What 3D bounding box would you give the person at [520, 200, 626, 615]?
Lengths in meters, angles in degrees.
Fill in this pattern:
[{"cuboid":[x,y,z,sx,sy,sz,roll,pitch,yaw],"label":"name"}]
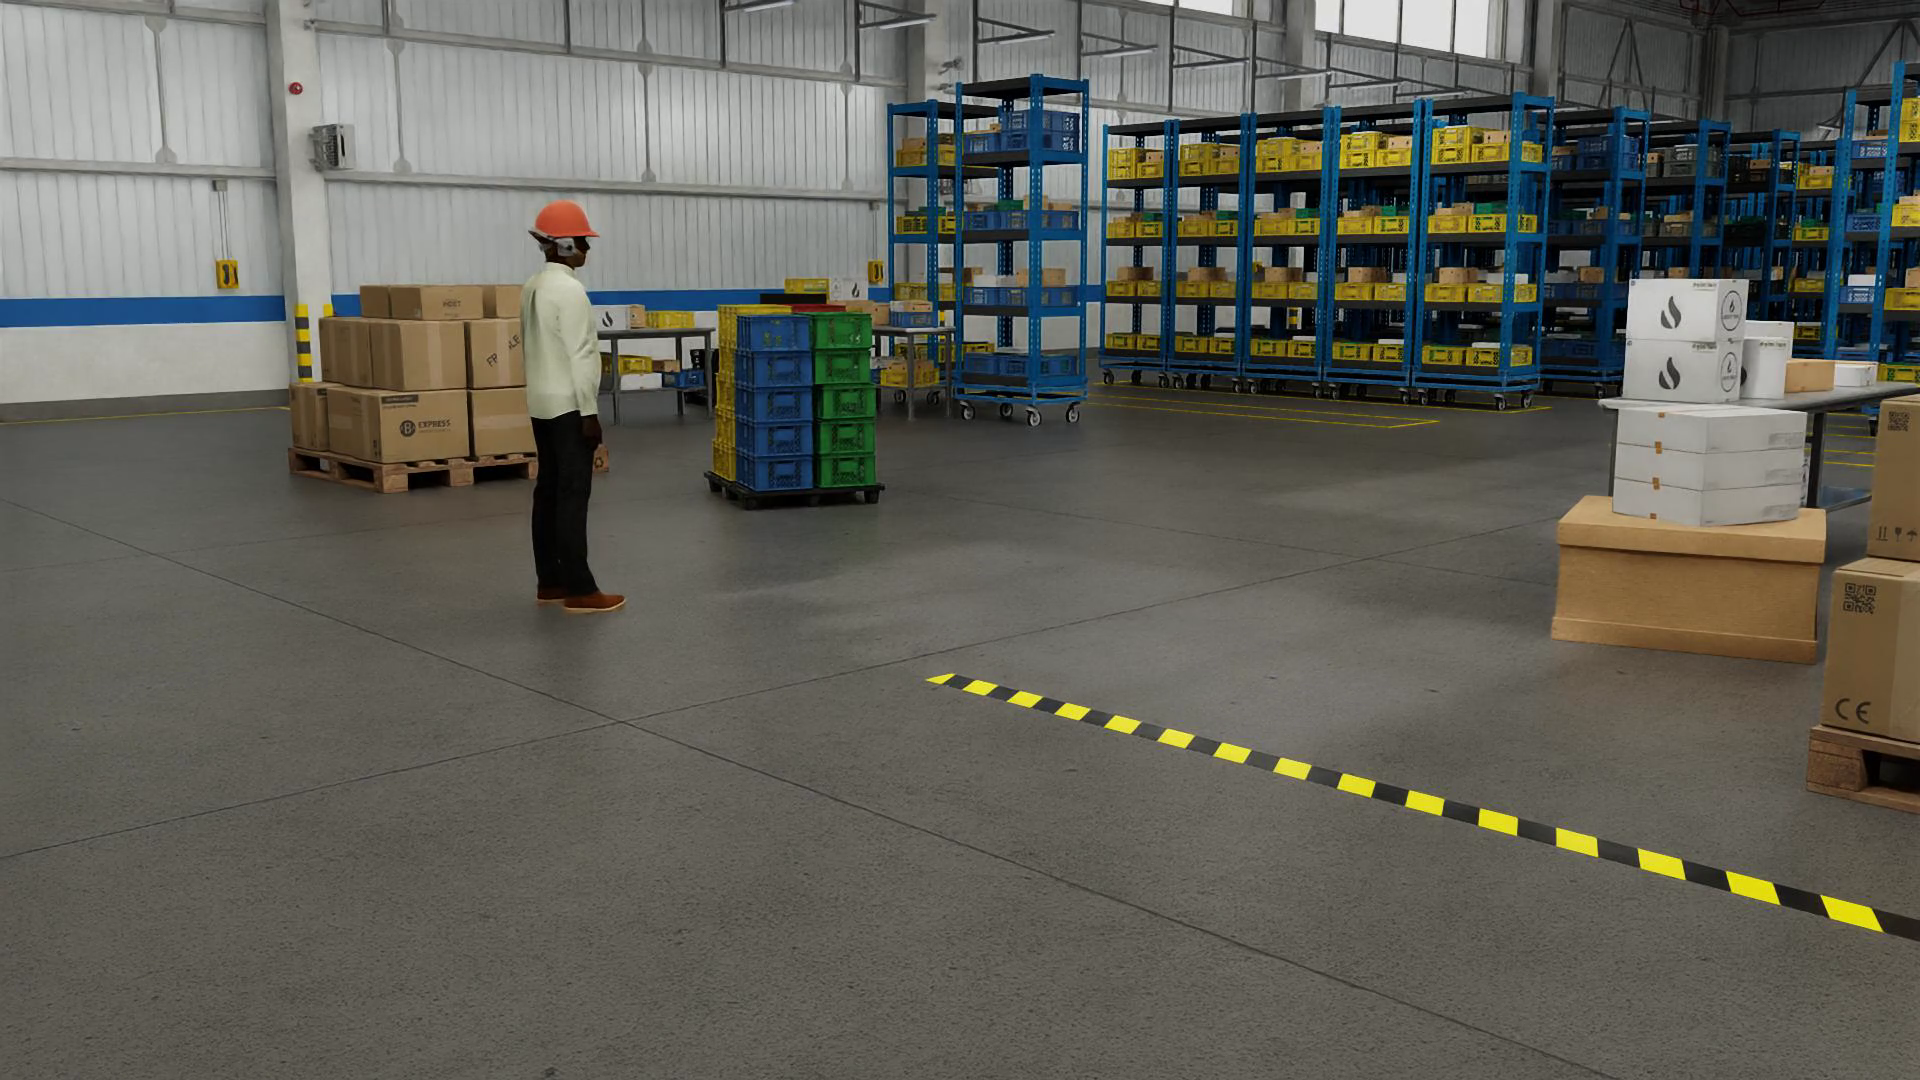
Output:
[{"cuboid":[-1.914,-0.638,8.102,0.378,1.996,0.611,-7,12,-37],"label":"person"}]
